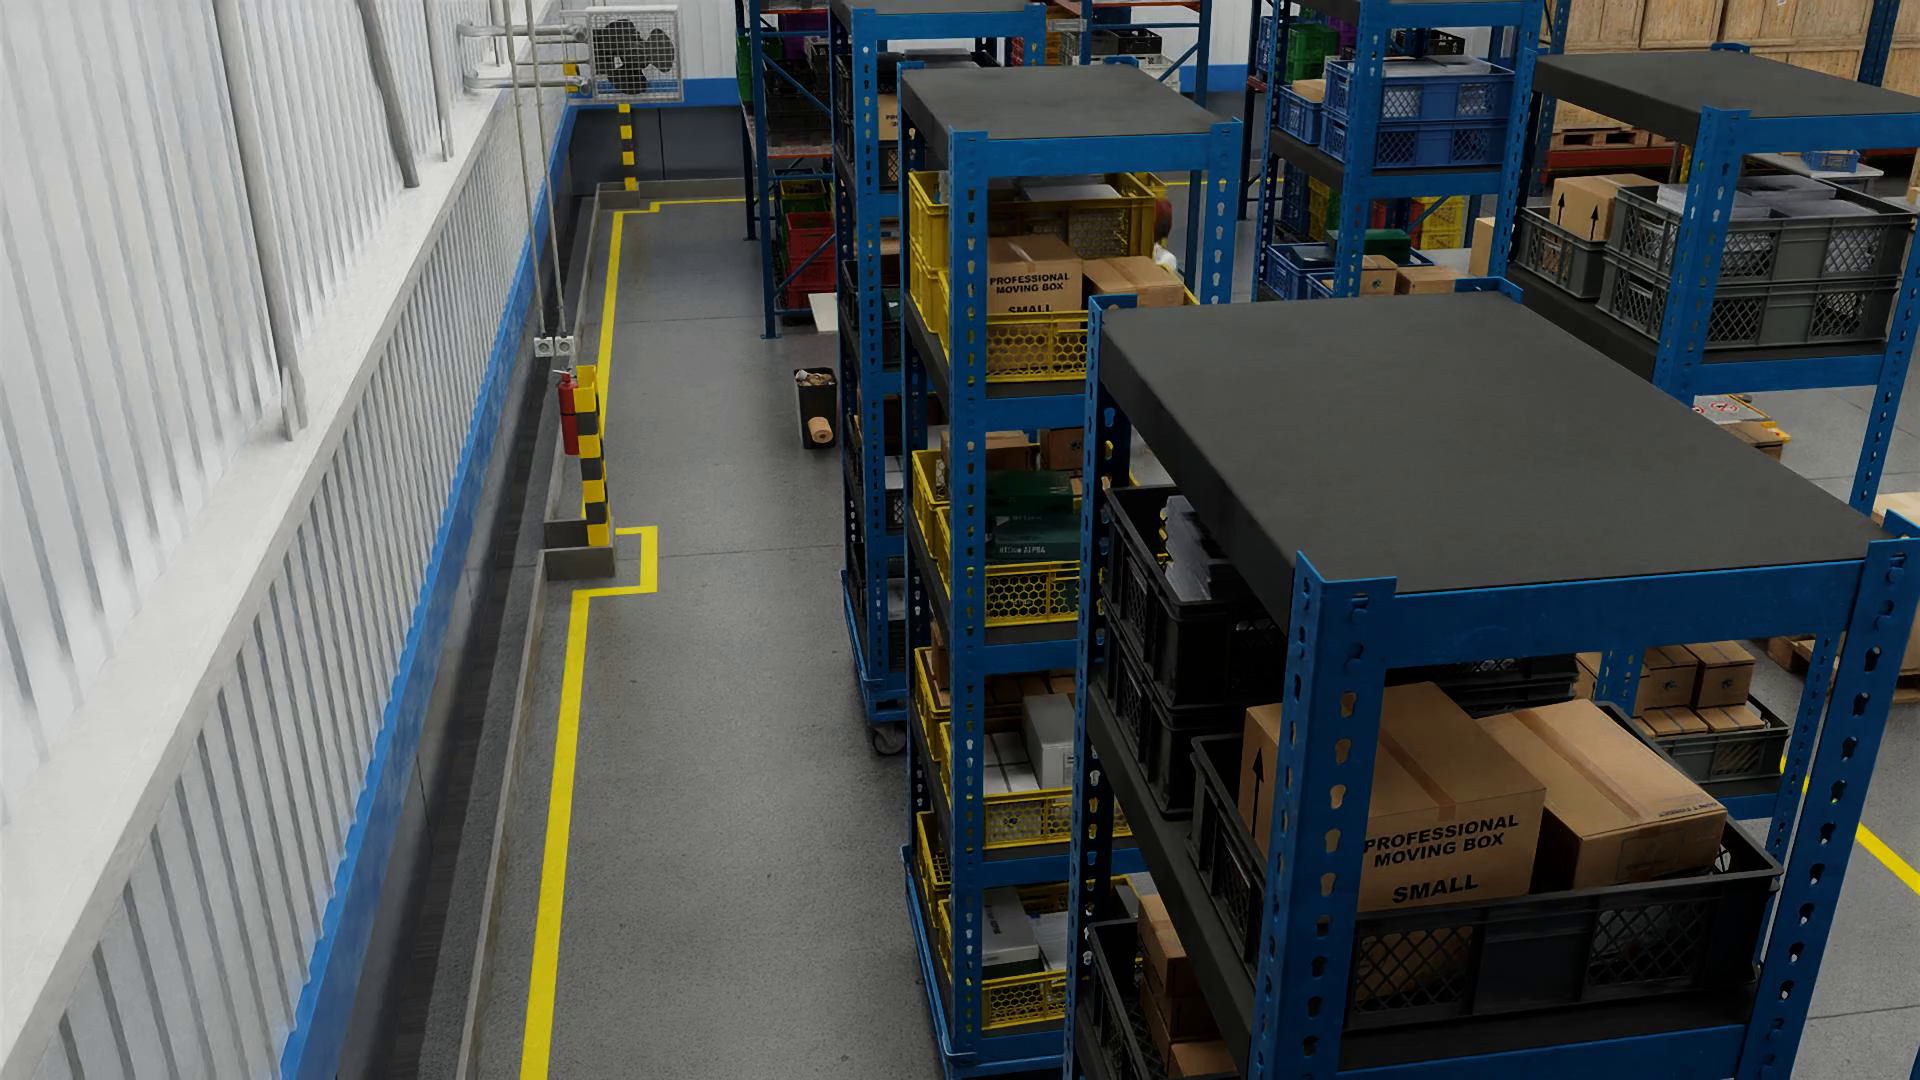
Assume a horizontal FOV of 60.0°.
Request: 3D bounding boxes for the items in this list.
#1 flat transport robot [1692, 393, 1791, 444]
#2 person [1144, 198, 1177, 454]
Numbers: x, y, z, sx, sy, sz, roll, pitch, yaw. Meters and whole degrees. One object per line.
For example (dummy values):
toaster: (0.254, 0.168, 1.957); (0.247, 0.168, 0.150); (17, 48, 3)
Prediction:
flat transport robot: (5.224, -0.859, 12.132); (1.431, 0.197, 0.652); (-4, 25, -8)
person: (1.254, -1.424, 11.482); (0.750, 1.861, 0.585); (-11, 27, -22)
